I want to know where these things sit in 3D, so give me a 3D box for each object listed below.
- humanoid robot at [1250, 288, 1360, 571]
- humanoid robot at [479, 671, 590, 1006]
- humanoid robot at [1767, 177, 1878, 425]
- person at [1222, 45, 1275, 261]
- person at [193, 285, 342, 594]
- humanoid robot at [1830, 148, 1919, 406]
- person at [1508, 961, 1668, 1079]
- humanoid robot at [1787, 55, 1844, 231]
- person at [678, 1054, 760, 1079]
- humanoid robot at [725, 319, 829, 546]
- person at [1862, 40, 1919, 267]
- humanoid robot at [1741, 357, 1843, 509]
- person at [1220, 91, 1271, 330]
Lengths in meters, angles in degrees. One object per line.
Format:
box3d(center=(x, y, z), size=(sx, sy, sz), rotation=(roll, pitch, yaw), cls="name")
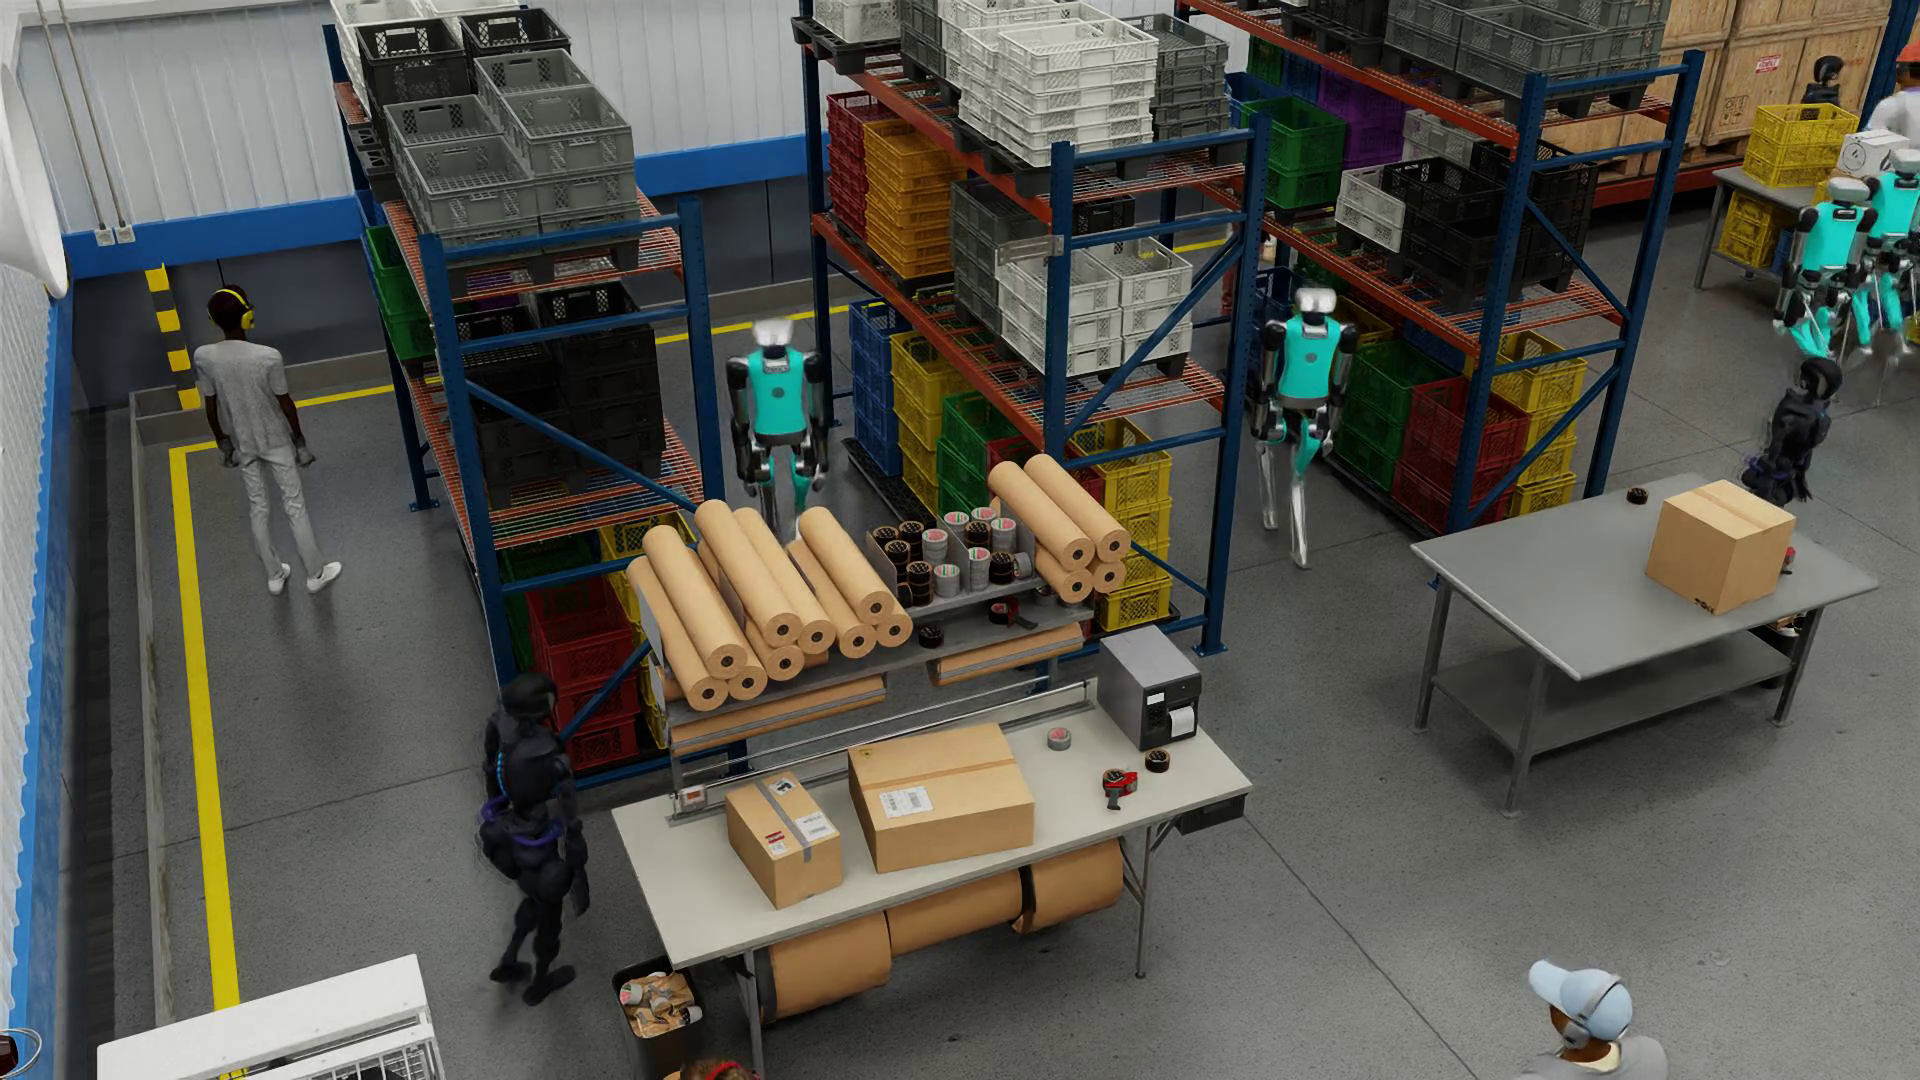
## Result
box3d(center=(1.946, -0.721, 9.740), size=(0.543, 1.764, 0.909), rotation=(1, 32, 1), cls="humanoid robot")
box3d(center=(-1.730, 1.219, 6.653), size=(0.603, 1.635, 0.373), rotation=(22, 38, 32), cls="humanoid robot")
box3d(center=(5.679, -1.383, 10.888), size=(0.557, 1.851, 0.753), rotation=(-4, 32, -7), cls="humanoid robot")
box3d(center=(2.415, -3.192, 13.666), size=(0.638, 1.832, 0.432), rotation=(7, 32, 11), cls="person")
box3d(center=(-3.912, -0.542, 9.324), size=(0.517, 1.873, 0.335), rotation=(1, 32, 2), cls="person")
box3d(center=(6.354, -1.701, 11.365), size=(0.534, 1.806, 0.779), rotation=(-1, 32, -1), cls="humanoid robot")
box3d(center=(1.819, 2.015, 5.188), size=(0.589, 1.852, 0.368), rotation=(-13, 34, -20), cls="person")
box3d(center=(7.021, -3.181, 13.788), size=(0.325, 1.655, 0.597), rotation=(-1, 32, -2), cls="humanoid robot")
box3d(center=(-0.590, 2.185, 4.939), size=(0.599, 1.814, 0.558), rotation=(-25, 40, -35), cls="person")
box3d(center=(-1.037, -0.570, 9.508), size=(0.541, 1.763, 0.953), rotation=(-5, 32, -8), cls="humanoid robot")
box3d(center=(7.195, -2.840, 12.929), size=(0.703, 1.986, 0.859), rotation=(-18, 36, -27), cls="person")
box3d(center=(4.485, -0.296, 9.176), size=(0.608, 1.618, 0.835), rotation=(-26, 40, -36), cls="humanoid robot")
box3d(center=(2.163, -2.459, 12.392), size=(0.383, 1.917, 0.595), rotation=(-5, 32, -7), cls="person")
